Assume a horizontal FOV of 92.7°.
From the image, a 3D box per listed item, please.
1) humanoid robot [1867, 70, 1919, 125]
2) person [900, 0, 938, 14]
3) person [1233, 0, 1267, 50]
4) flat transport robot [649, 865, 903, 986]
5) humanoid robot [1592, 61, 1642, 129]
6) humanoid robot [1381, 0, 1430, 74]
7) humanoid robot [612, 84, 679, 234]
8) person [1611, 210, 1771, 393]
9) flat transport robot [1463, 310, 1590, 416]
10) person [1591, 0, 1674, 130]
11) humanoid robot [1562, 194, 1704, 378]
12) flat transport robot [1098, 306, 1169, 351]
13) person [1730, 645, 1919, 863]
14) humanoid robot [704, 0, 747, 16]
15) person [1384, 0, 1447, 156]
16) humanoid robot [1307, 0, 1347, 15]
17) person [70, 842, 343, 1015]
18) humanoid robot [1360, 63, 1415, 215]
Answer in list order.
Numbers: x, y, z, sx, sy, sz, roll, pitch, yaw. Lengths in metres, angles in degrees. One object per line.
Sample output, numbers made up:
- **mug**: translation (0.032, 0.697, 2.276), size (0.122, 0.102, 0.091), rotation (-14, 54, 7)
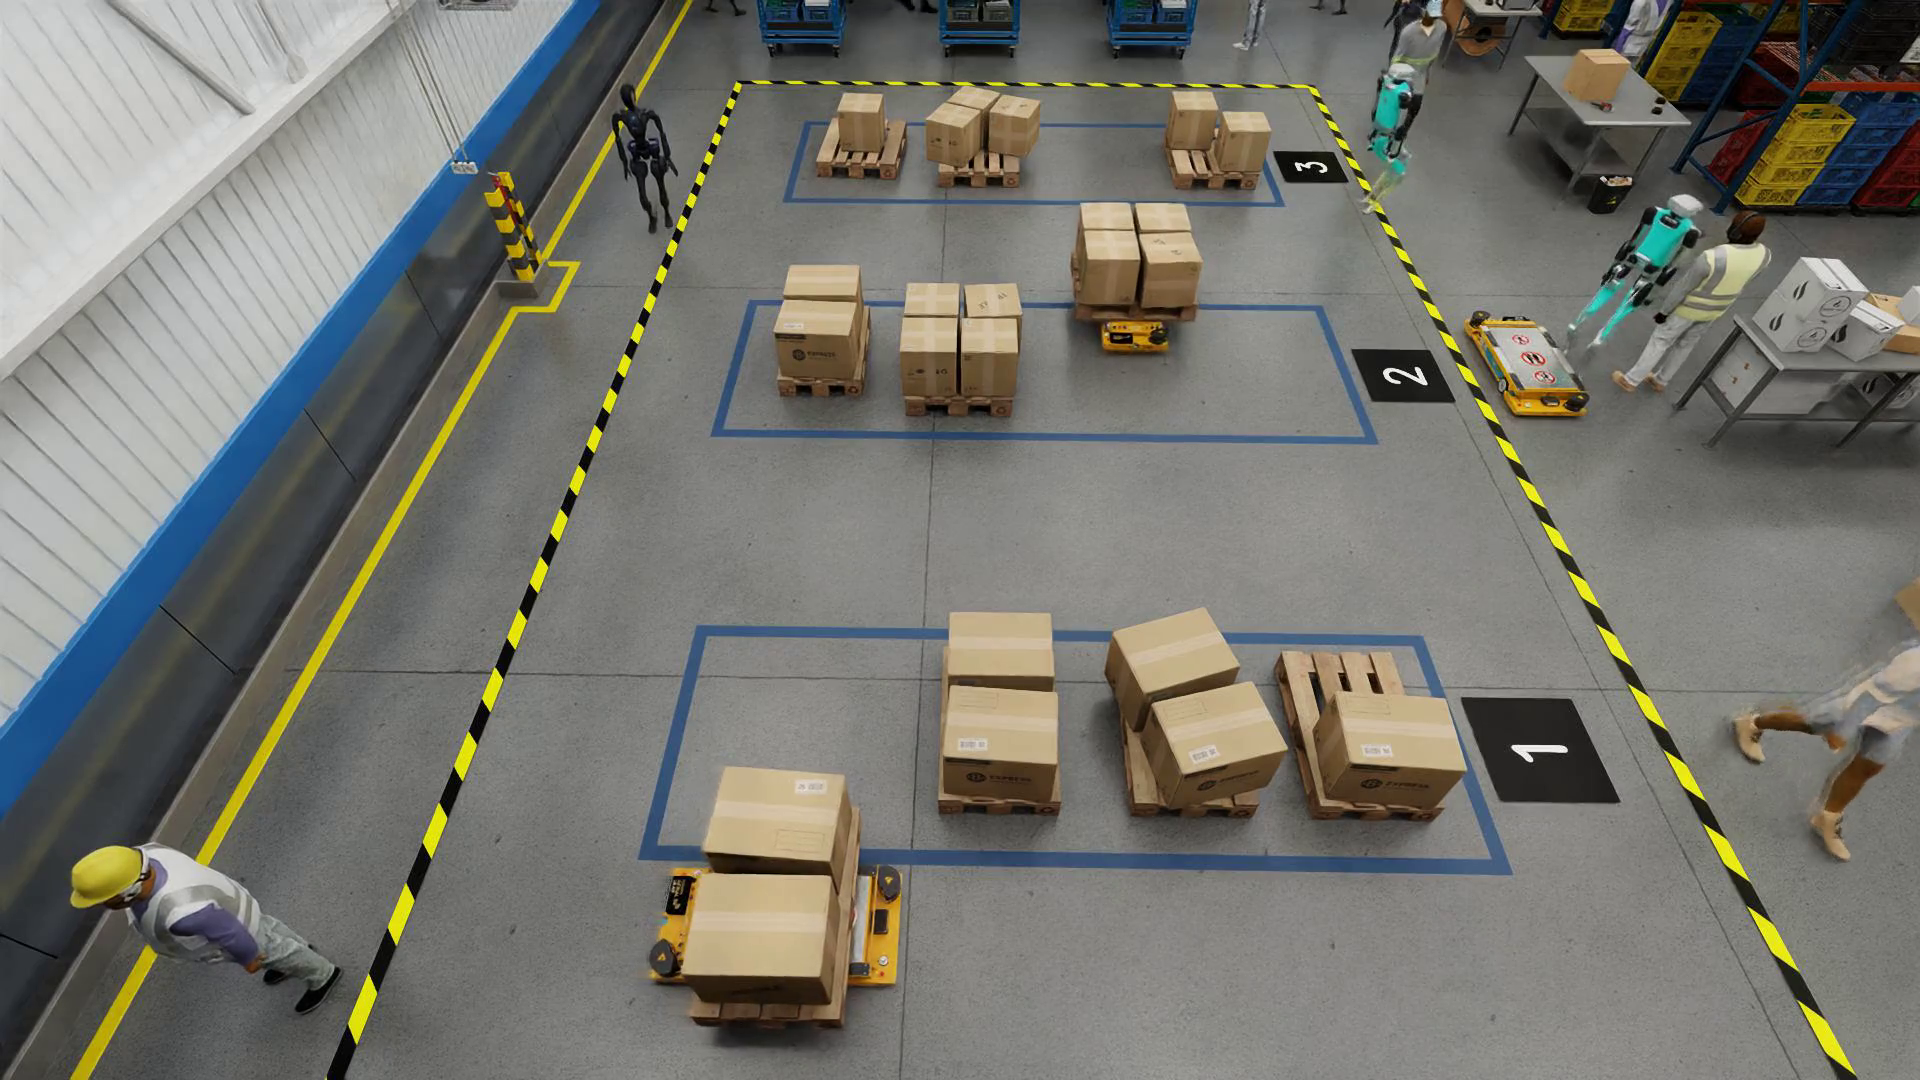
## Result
- **humanoid robot**: translation (11.755, -5.551, 11.392), size (1.001, 1.774, 0.533), rotation (-2, 49, -2)
- **person**: translation (-0.637, -9.399, 14.579), size (0.577, 1.913, 0.578), rotation (0, 49, 0)
- **person**: translation (4.495, -8.343, 13.781), size (0.484, 1.740, 0.303), rotation (-32, 56, -25)
- **flat transport robot**: translation (-1.082, 2.302, 5.522), size (1.431, 0.197, 0.652), rotation (1, 49, 1)
- **humanoid robot**: translation (8.768, -6.307, 12.059), size (0.609, 1.654, 0.314), rotation (-31, 56, -24)
- **humanoid robot**: translation (6.442, -7.481, 13.081), size (0.584, 1.647, 0.424), rotation (-8, 50, -7)
- **humanoid robot**: translation (-3.503, -4.257, 10.289), size (0.601, 1.648, 0.504), rotation (-8, 50, -7)
- **person**: translation (6.661, -2.106, 8.321), size (0.627, 1.835, 0.431), rotation (-3, 49, -2)
- **flat transport robot**: translation (5.573, -1.757, 9.054), size (0.659, 0.231, 1.431), rotation (1, 49, 1)
- **person**: translation (8.700, -6.334, 11.843), size (0.613, 2.042, 0.370), rotation (-18, 51, -15)
- **humanoid robot**: translation (6.101, -2.300, 8.584), size (0.797, 1.802, 0.530), rotation (-19, 52, -16)
- **flat transport robot**: translation (1.789, -2.521, 9.697), size (0.652, 0.197, 1.431), rotation (1, 49, 1)
- **person**: translation (5.562, 1.034, 5.505), size (0.637, 1.990, 1.042), rotation (-2, 49, -1)
- **humanoid robot**: translation (-3.899, -9.330, 14.714), size (0.815, 1.620, 0.600), rotation (11, 50, 9)
- **person**: translation (5.668, -5.772, 11.492), size (0.625, 1.831, 0.686), rotation (-4, 49, -3)
- **humanoid robot**: translation (6.133, -9.317, 14.680), size (0.641, 1.634, 0.612), rotation (-6, 49, -5)
- **person**: translation (-3.851, 2.015, 4.753), size (0.590, 1.833, 0.404), rotation (28, 55, 22)
- **humanoid robot**: translation (4.996, -4.562, 10.520), size (0.805, 1.772, 0.553), rotation (-13, 50, -11)
